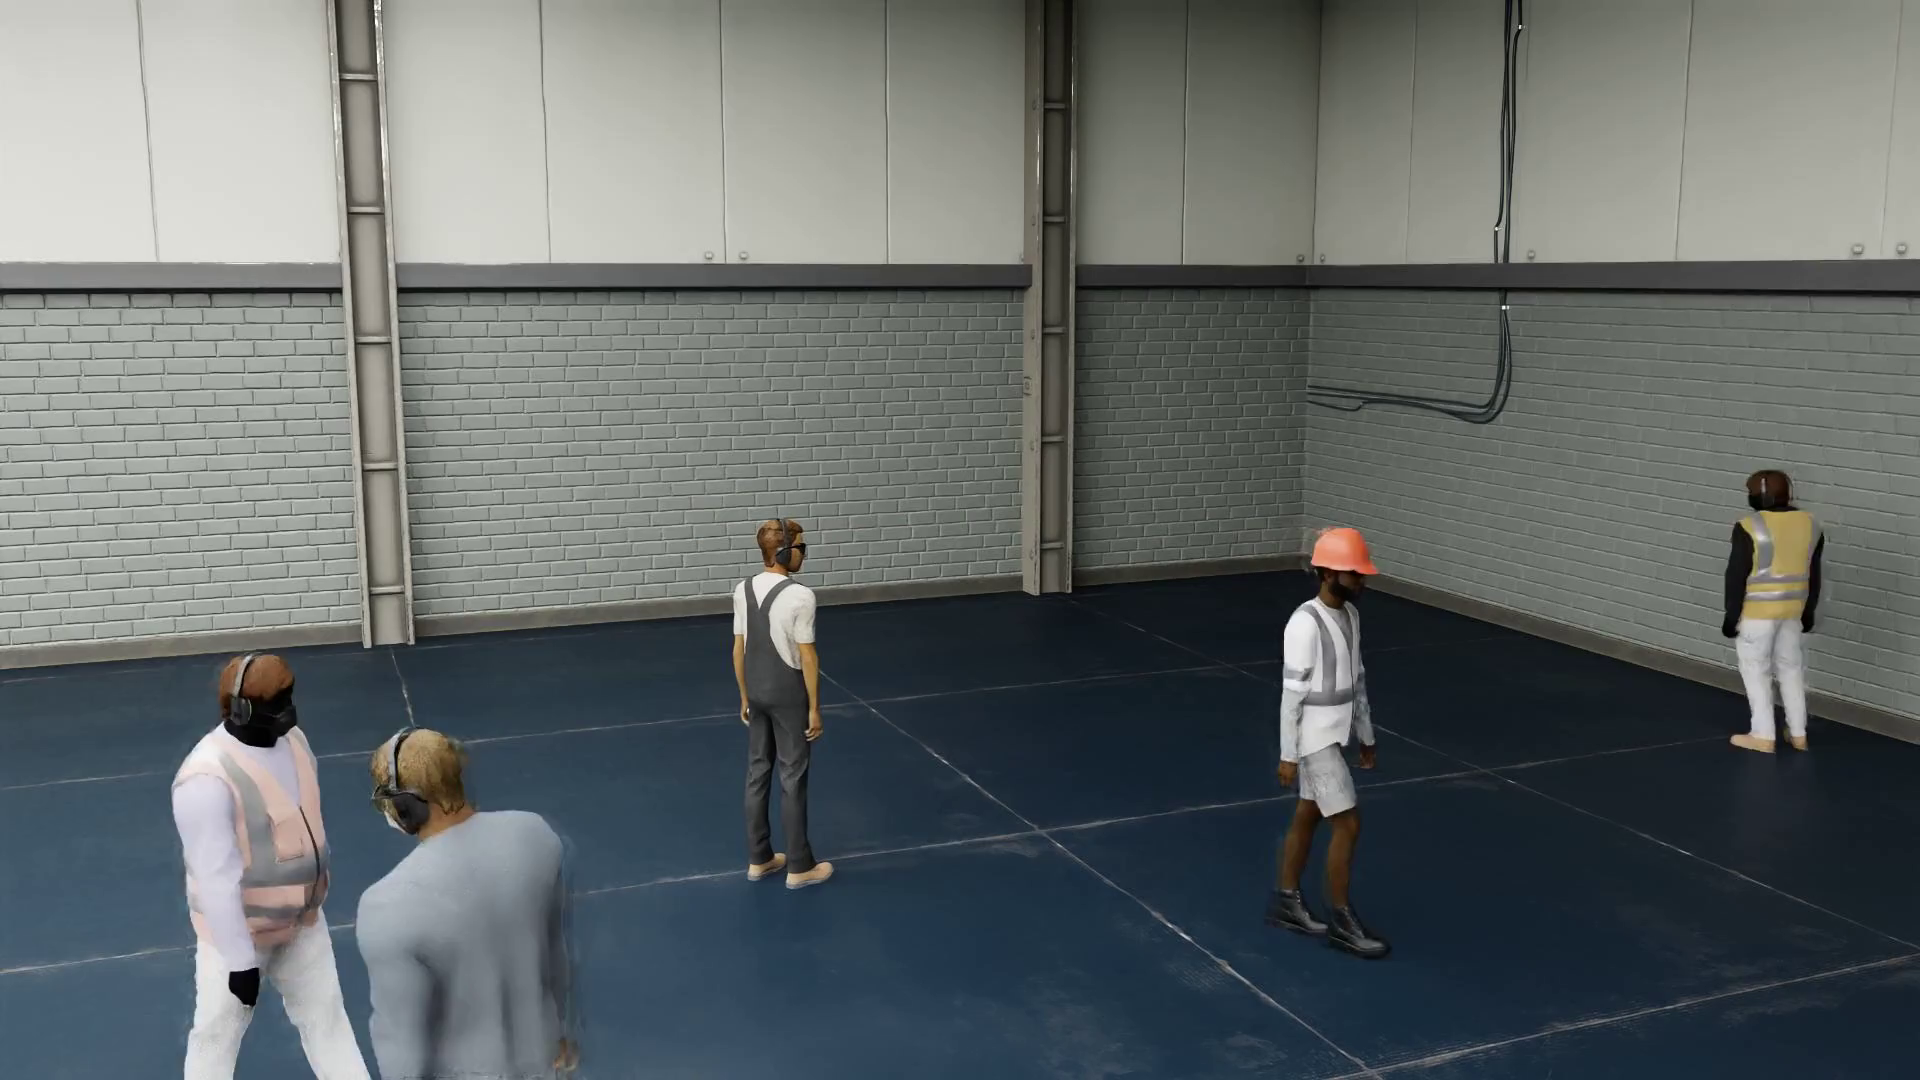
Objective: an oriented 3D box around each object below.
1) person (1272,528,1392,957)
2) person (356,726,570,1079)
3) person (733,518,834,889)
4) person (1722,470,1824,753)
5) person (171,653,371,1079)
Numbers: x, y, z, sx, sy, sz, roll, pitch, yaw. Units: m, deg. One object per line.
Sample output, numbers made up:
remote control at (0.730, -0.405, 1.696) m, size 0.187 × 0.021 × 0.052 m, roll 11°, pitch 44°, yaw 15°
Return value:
person at (1.740, 0.900, 7.449) m, size 0.751 × 1.911 × 0.580 m, roll 6°, pitch 11°, yaw 33°
person at (-1.188, 1.411, 4.311) m, size 0.778 × 1.904 × 0.682 m, roll 7°, pitch 11°, yaw 36°
person at (-0.896, 0.807, 8.271) m, size 0.506 × 1.843 × 0.351 m, roll 6°, pitch 11°, yaw 34°
person at (5.149, 0.454, 10.598) m, size 0.679 × 1.817 × 0.432 m, roll -2°, pitch 9°, yaw -13°
person at (-2.261, 1.269, 5.525) m, size 0.753 × 1.824 × 0.650 m, roll 2°, pitch 9°, yaw 11°
